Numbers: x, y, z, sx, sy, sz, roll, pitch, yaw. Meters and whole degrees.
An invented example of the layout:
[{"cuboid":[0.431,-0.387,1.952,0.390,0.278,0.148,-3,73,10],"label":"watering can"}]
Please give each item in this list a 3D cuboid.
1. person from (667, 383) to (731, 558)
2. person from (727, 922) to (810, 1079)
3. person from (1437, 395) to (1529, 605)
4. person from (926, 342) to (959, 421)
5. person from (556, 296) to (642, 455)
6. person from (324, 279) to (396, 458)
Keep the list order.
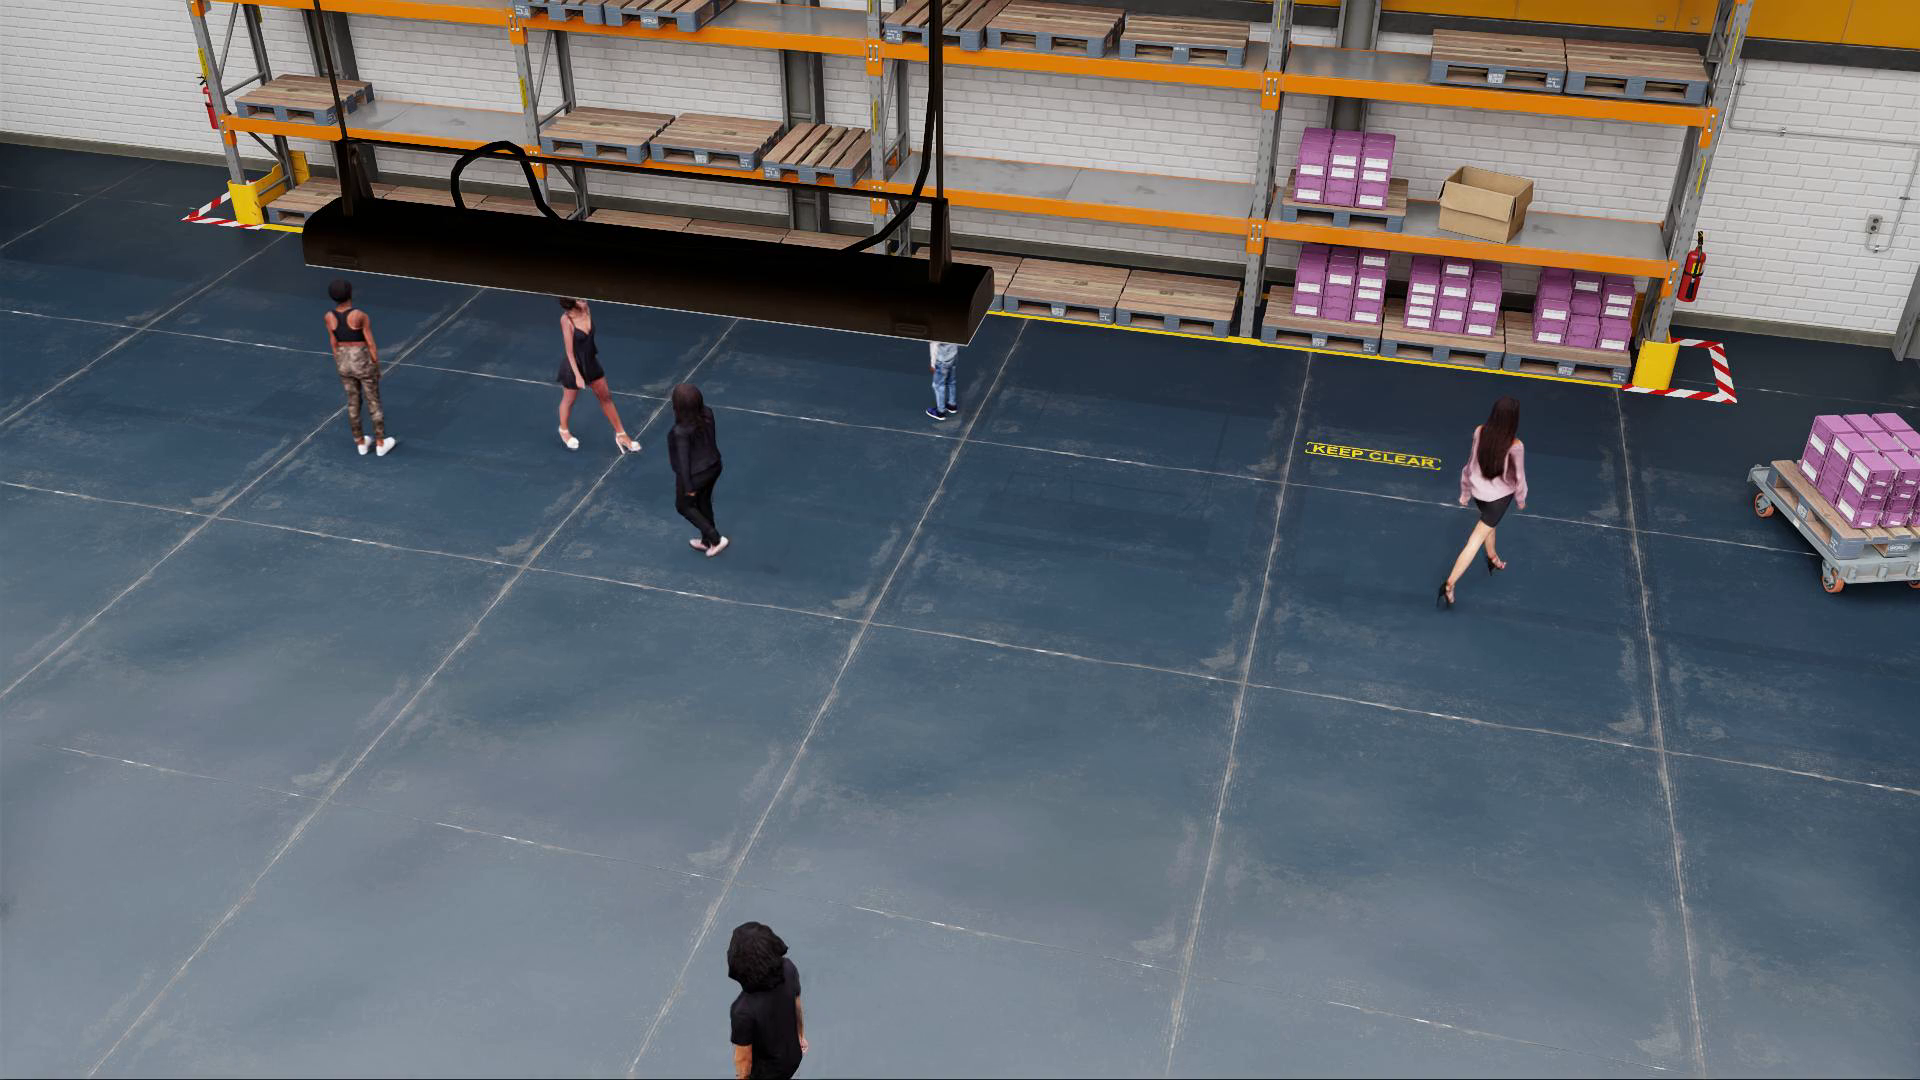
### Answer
[{"cuboid":[-2.067,-0.540,13.604,0.790,1.603,0.705,14,36,21],"label":"person"},{"cuboid":[-0.904,2.709,8.525,0.871,1.815,0.762,20,38,27],"label":"person"},{"cuboid":[4.096,-0.257,13.036,1.126,1.761,1.104,-21,39,-28],"label":"person"},{"cuboid":[-0.157,-1.747,15.732,0.565,1.258,0.532,21,39,29],"label":"person"},{"cuboid":[-3.495,-1.553,15.001,1.130,1.744,0.749,17,37,23],"label":"person"},{"cuboid":[-5.462,-1.561,15.058,0.535,1.695,0.659,2,34,3],"label":"person"}]
